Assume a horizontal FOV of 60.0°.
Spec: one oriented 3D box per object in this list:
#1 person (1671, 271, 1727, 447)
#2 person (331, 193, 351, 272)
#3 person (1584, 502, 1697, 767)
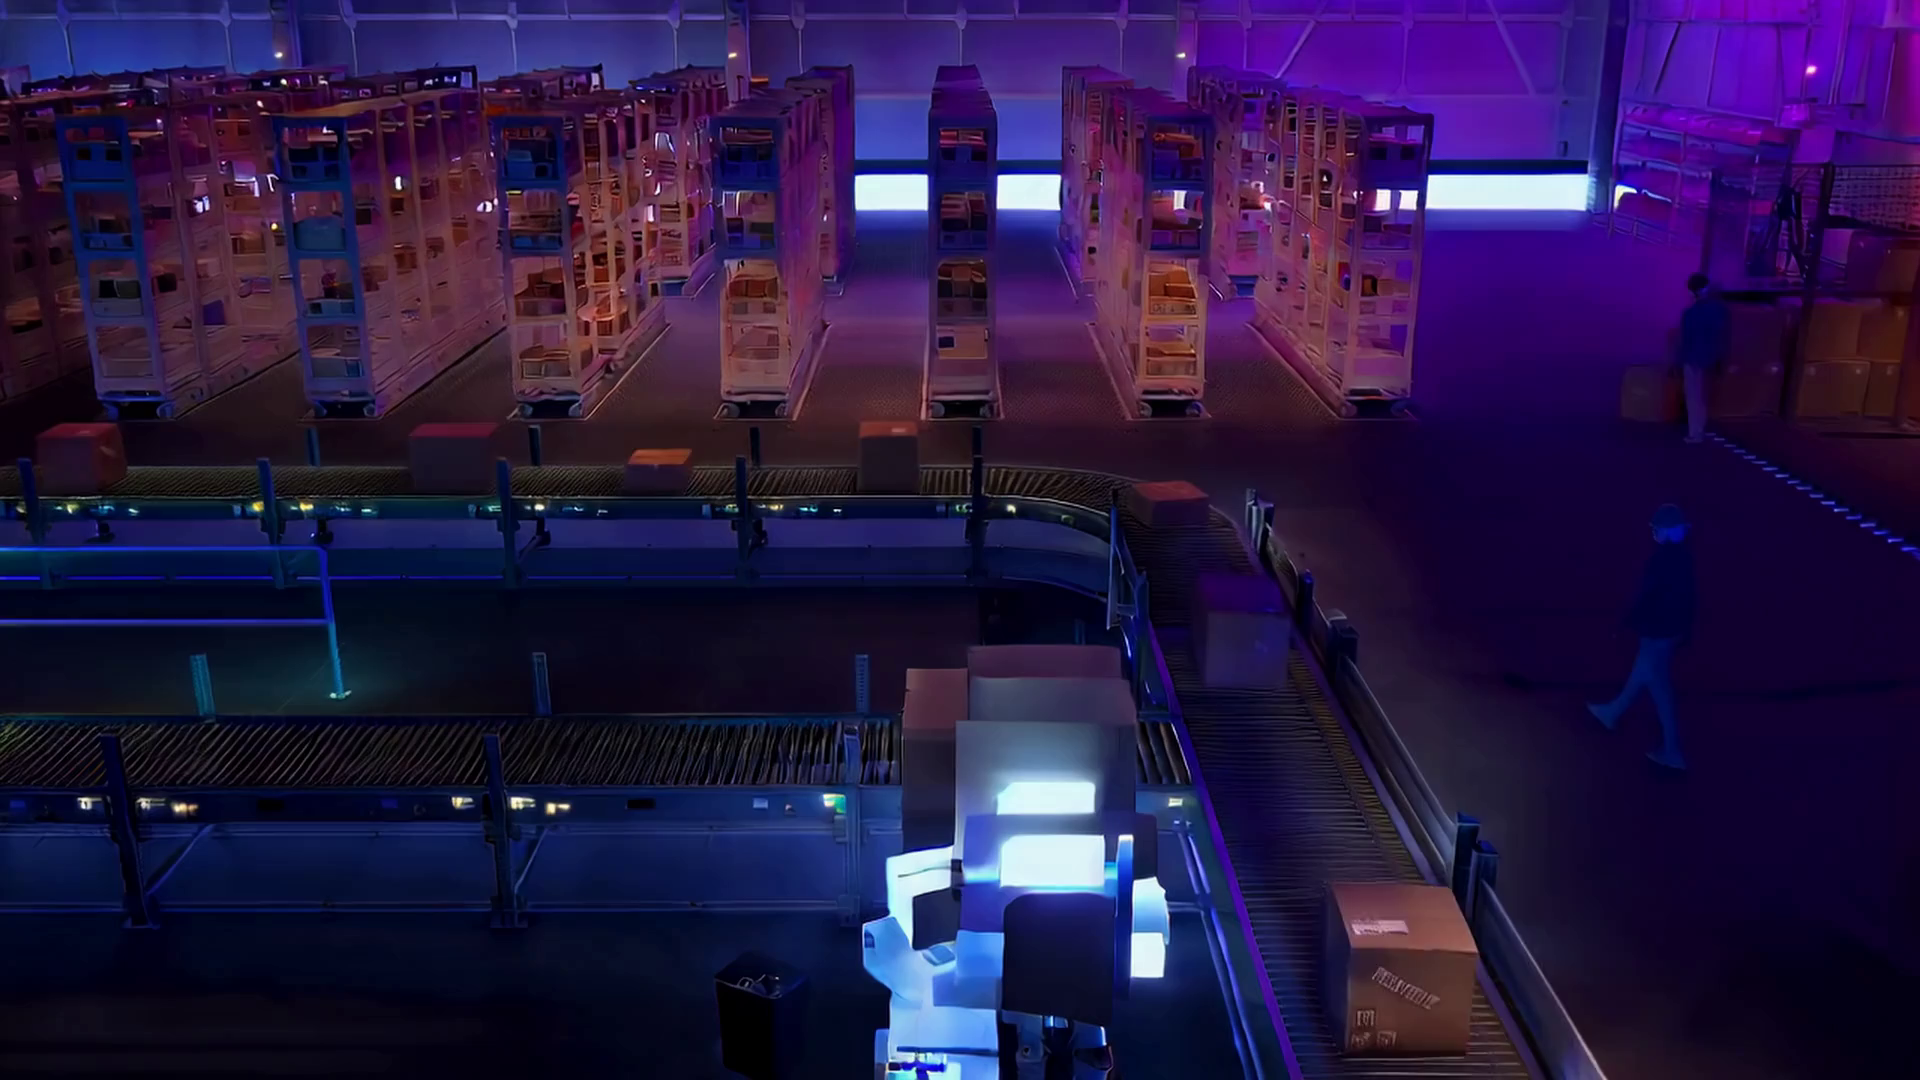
[{"bbox_3d":[8.282,-2.030,18.705,0.635,1.965,0.491,-7,19,-20],"label":"person"},{"bbox_3d":[-10.357,-4.824,27.549,0.512,1.820,0.609,5,19,14],"label":"person"},{"bbox_3d":[4.563,0.585,11.052,0.528,1.724,0.893,-13,22,-34],"label":"person"}]
